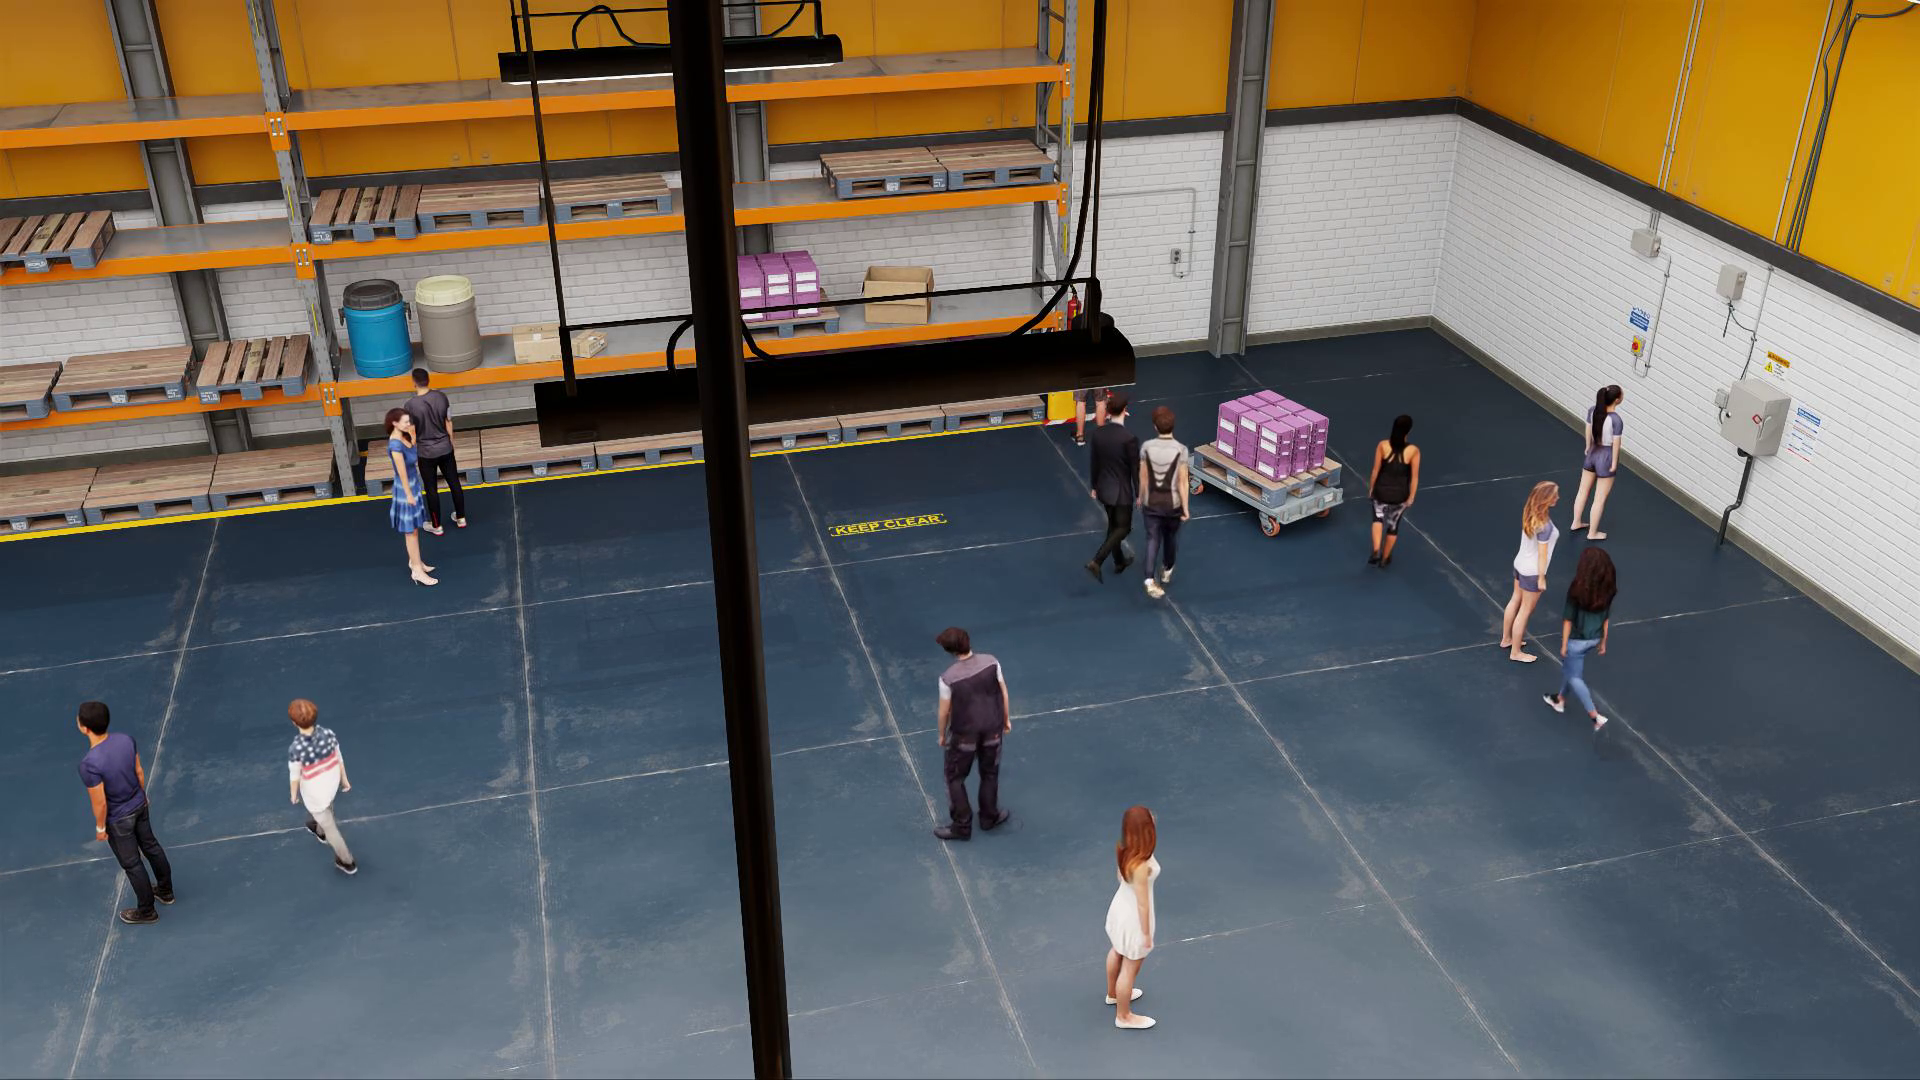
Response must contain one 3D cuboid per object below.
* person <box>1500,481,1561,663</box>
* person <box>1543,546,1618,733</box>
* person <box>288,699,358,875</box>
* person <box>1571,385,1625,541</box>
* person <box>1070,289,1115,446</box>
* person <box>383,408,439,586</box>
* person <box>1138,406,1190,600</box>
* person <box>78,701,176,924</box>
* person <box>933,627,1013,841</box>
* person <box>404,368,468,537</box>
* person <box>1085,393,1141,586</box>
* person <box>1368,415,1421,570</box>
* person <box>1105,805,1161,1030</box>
[{"bbox_3d":[5.038,0.255,14.714,0.617,1.732,0.645,0,29,-1],"label":"person"},{"bbox_3d":[5.185,0.868,13.749,0.946,1.580,0.672,-7,29,-13],"label":"person"},{"bbox_3d":[-4.656,1.823,12.182,0.936,1.404,0.944,21,35,33],"label":"person"},{"bbox_3d":[6.436,-0.796,16.726,0.577,1.650,0.628,-13,31,-22],"label":"person"},{"bbox_3d":[1.467,-1.957,18.634,0.590,1.862,0.786,-2,29,-3],"label":"person"},{"bbox_3d":[-5.259,-0.425,15.882,0.581,1.807,0.675,-9,30,-16],"label":"person"},{"bbox_3d":[1.886,-0.310,15.611,1.154,1.864,1.043,8,30,15],"label":"person"},{"bbox_3d":[-5.850,1.894,11.645,0.699,1.793,0.714,6,29,12],"label":"person"},{"bbox_3d":[0.168,1.431,12.477,0.541,1.810,0.859,-1,29,-2],"label":"person"},{"bbox_3d":[-5.309,-0.902,16.805,0.621,1.761,0.758,-23,36,-35],"label":"person"},{"bbox_3d":[1.433,-0.440,15.863,1.190,1.852,1.056,-23,36,-36],"label":"person"},{"bbox_3d":[4.156,-0.438,16.067,0.783,1.652,0.835,10,30,18],"label":"person"},{"bbox_3d":[1.111,2.416,10.773,0.526,1.713,0.569,-6,29,-10],"label":"person"}]
